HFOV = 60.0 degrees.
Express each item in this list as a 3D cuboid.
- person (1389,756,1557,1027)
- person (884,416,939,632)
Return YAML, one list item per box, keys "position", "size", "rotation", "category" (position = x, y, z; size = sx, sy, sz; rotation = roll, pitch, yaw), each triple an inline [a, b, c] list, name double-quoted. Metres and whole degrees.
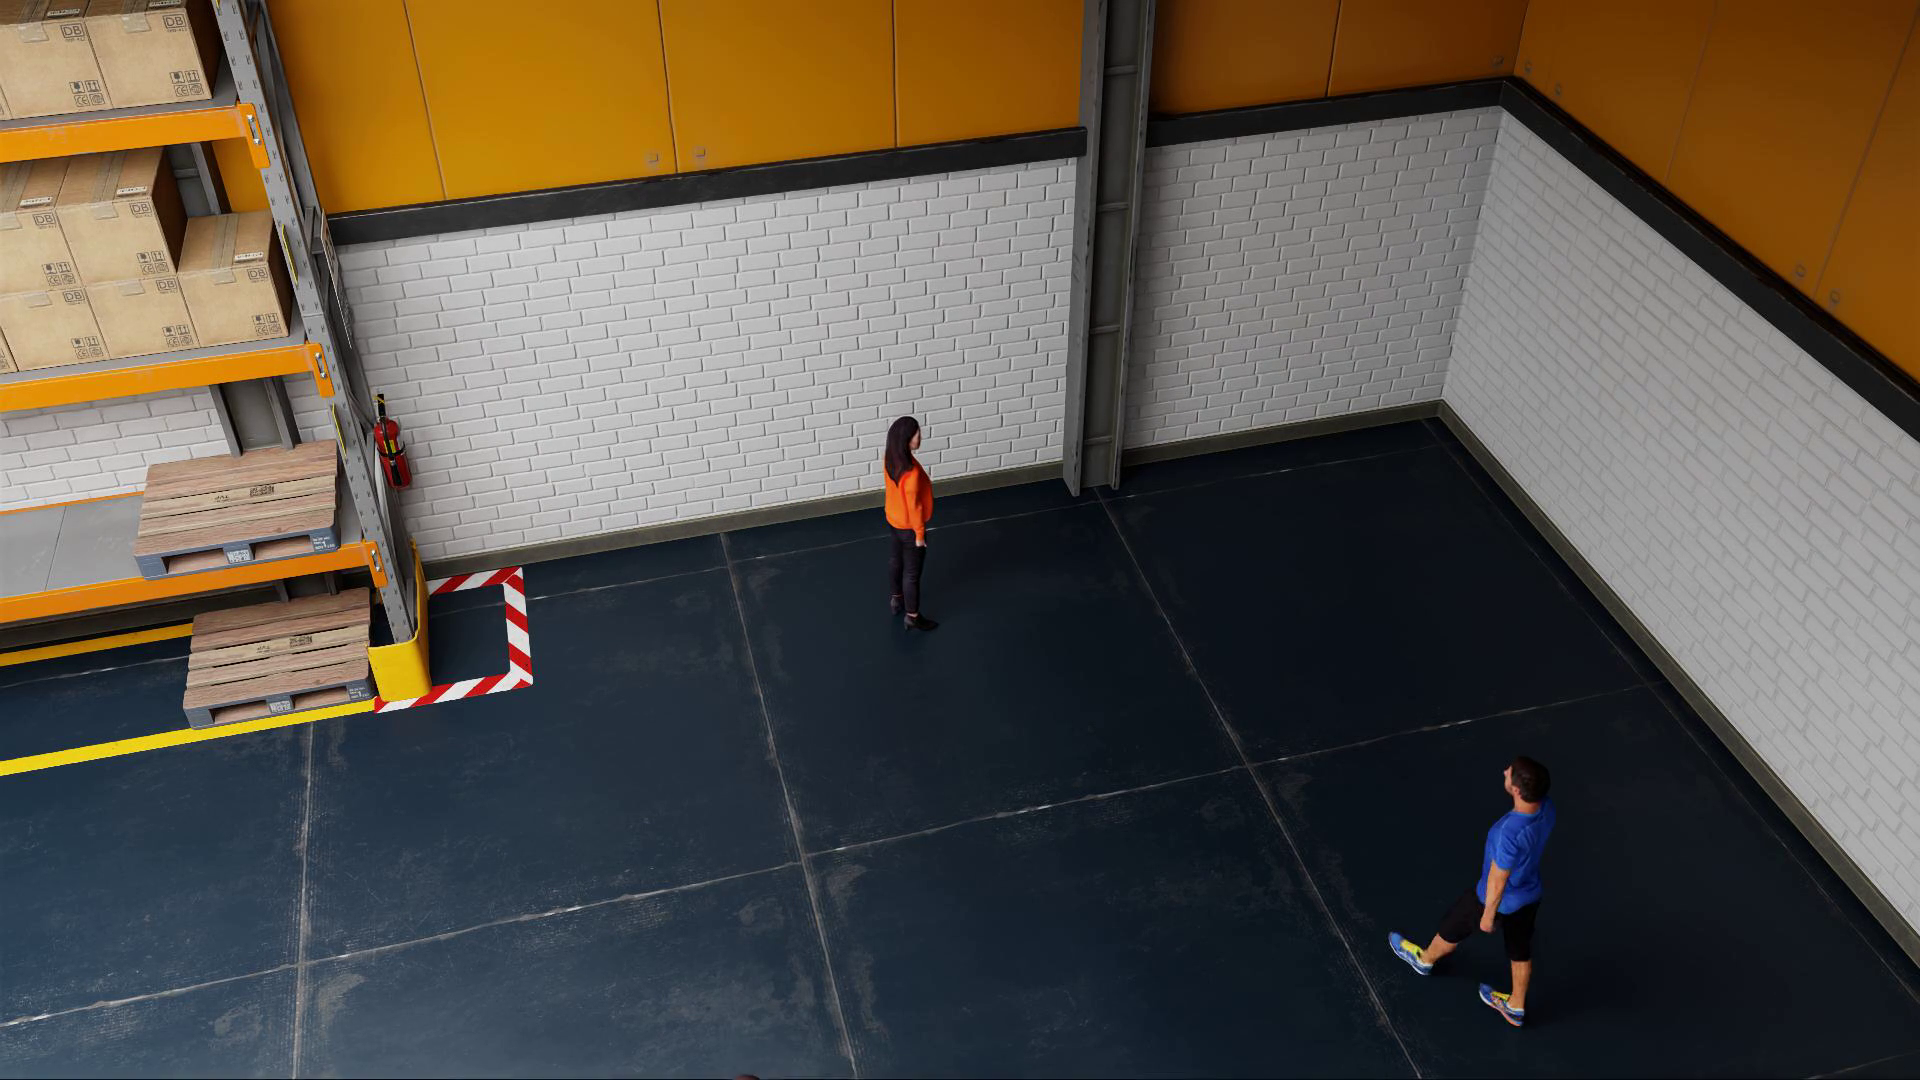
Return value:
- position: [3.016, 1.962, 8.955]
  size: [1.108, 1.829, 0.990]
  rotation: [-28, 46, -31]
  category: "person"
- position: [-0.376, -0.115, 11.620]
  size: [0.602, 1.749, 0.654]
  rotation: [-16, 41, -19]
  category: "person"
